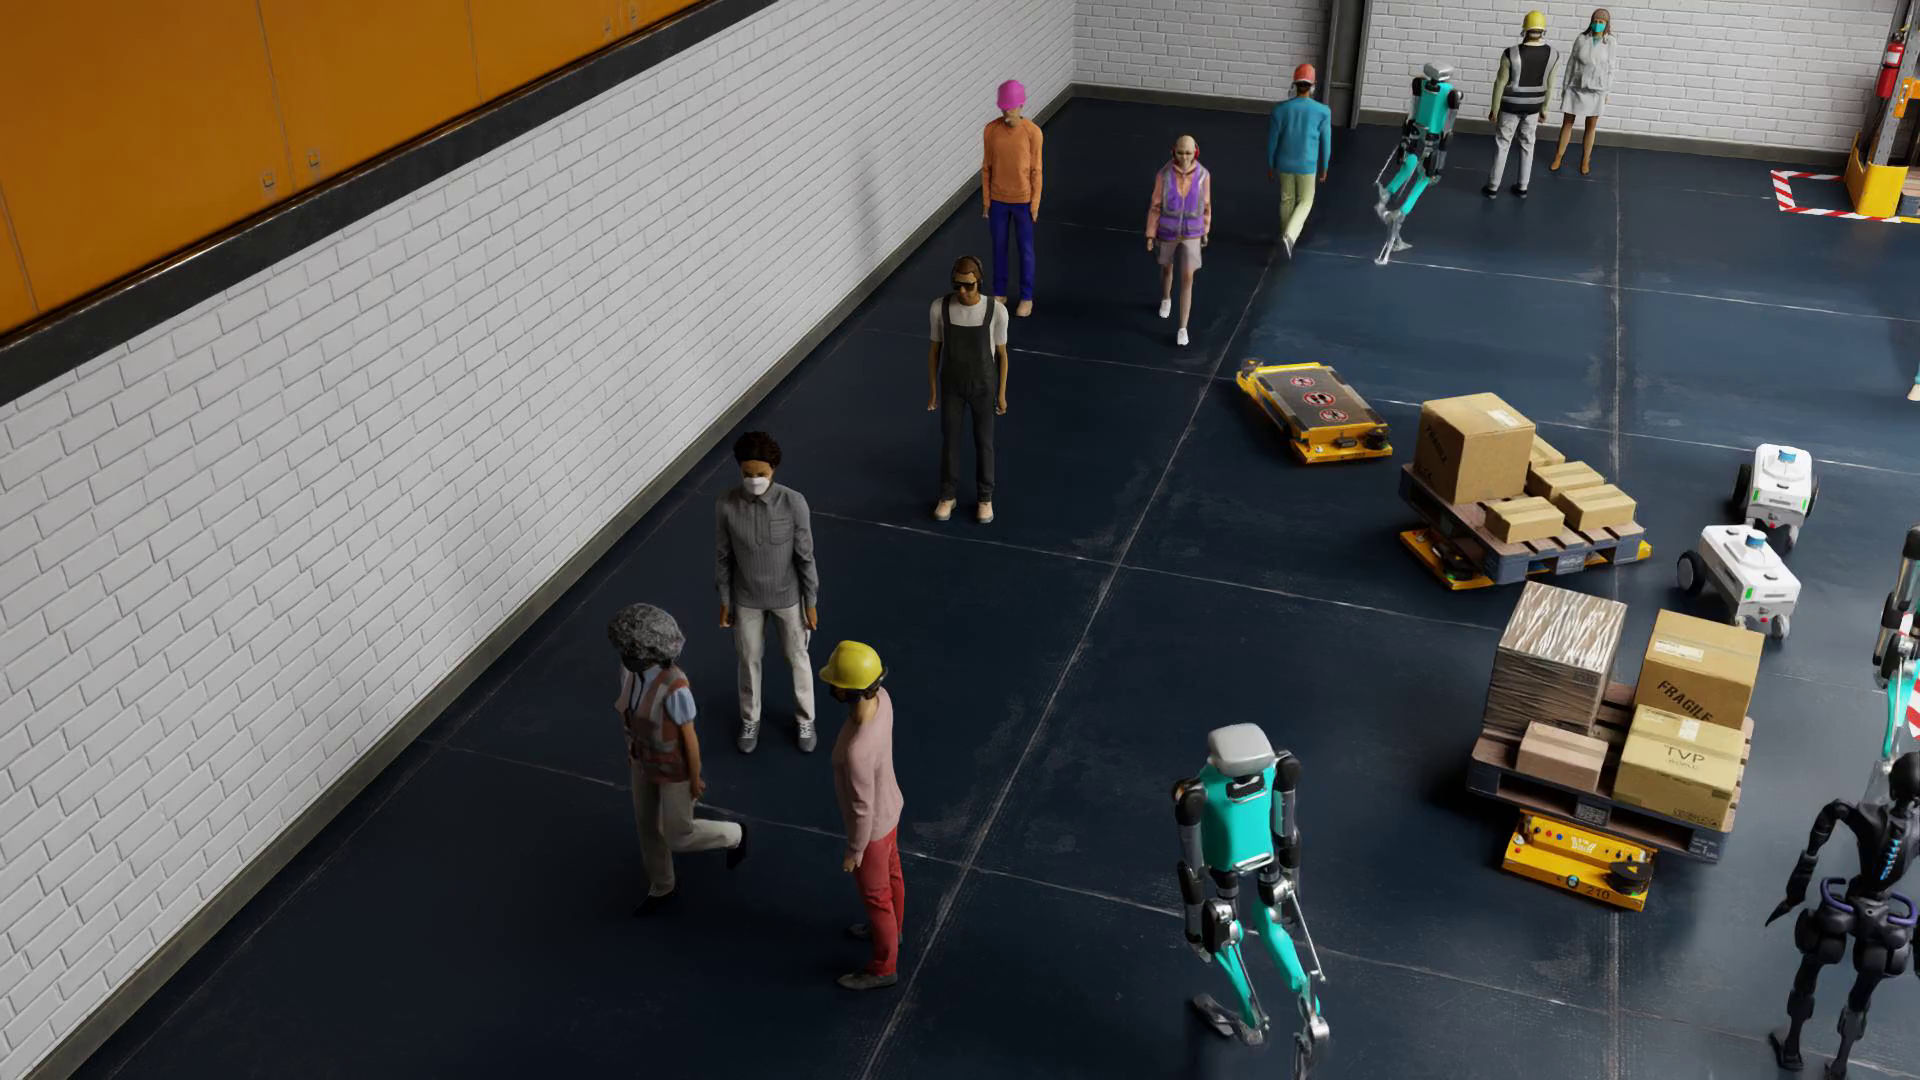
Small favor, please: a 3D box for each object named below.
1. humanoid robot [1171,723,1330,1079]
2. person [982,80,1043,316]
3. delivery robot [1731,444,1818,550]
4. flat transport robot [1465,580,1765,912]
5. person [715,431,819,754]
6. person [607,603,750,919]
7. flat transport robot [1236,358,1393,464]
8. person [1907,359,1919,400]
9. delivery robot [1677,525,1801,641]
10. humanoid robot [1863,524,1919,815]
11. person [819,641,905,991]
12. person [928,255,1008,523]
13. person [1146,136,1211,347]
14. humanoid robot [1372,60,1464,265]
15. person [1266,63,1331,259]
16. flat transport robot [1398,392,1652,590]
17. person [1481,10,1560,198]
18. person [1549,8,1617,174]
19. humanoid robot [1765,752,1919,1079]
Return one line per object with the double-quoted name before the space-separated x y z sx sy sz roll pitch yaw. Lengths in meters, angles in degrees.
"humanoid robot" 1.201 1.611 6.496 0.580 1.763 1.045 -12 32 -19
"person" 0.423 -2.824 13.755 0.509 1.976 0.407 9 32 16
"delivery robot" 5.364 -0.340 10.898 0.499 0.570 0.750 13 33 21
"flat transport robot" 3.246 1.287 8.436 0.659 0.231 1.431 15 34 24
"person" -0.987 0.270 8.574 0.537 1.889 0.392 1 30 2
"person" -1.307 0.975 7.581 0.439 1.670 0.556 25 39 36
"flat transport robot" 2.600 -0.981 12.294 0.659 0.231 1.431 -6 31 -10
"person" 7.374 -1.830 12.159 0.396 1.870 0.529 -3 31 -4
"delivery robot" 4.705 0.218 9.992 0.499 0.614 0.815 -1 30 -1
"humanoid robot" 4.643 0.718 8.000 0.535 1.824 0.703 17 35 27
"person" -0.413 1.186 7.130 0.329 1.768 0.524 4 31 8
"person" 0.050 -0.967 10.715 0.514 1.843 0.325 4 31 6
"person" 1.764 -2.475 13.473 0.516 1.639 0.917 3 31 6
"humanoid robot" 3.965 -3.297 14.882 0.803 1.884 0.554 -19 35 -29
"person" 3.021 -3.387 14.948 0.571 1.727 0.607 14 33 22
"flat transport robot" 3.616 -0.011 10.645 1.431 0.231 0.659 -9 32 -14
"person" 5.511 -4.269 16.358 0.597 1.824 0.403 -2 31 -4
"person" 6.423 -4.602 17.079 0.482 1.660 0.338 13 33 21
"humanoid robot" 3.576 1.518 6.648 0.590 1.650 0.349 13 33 21
